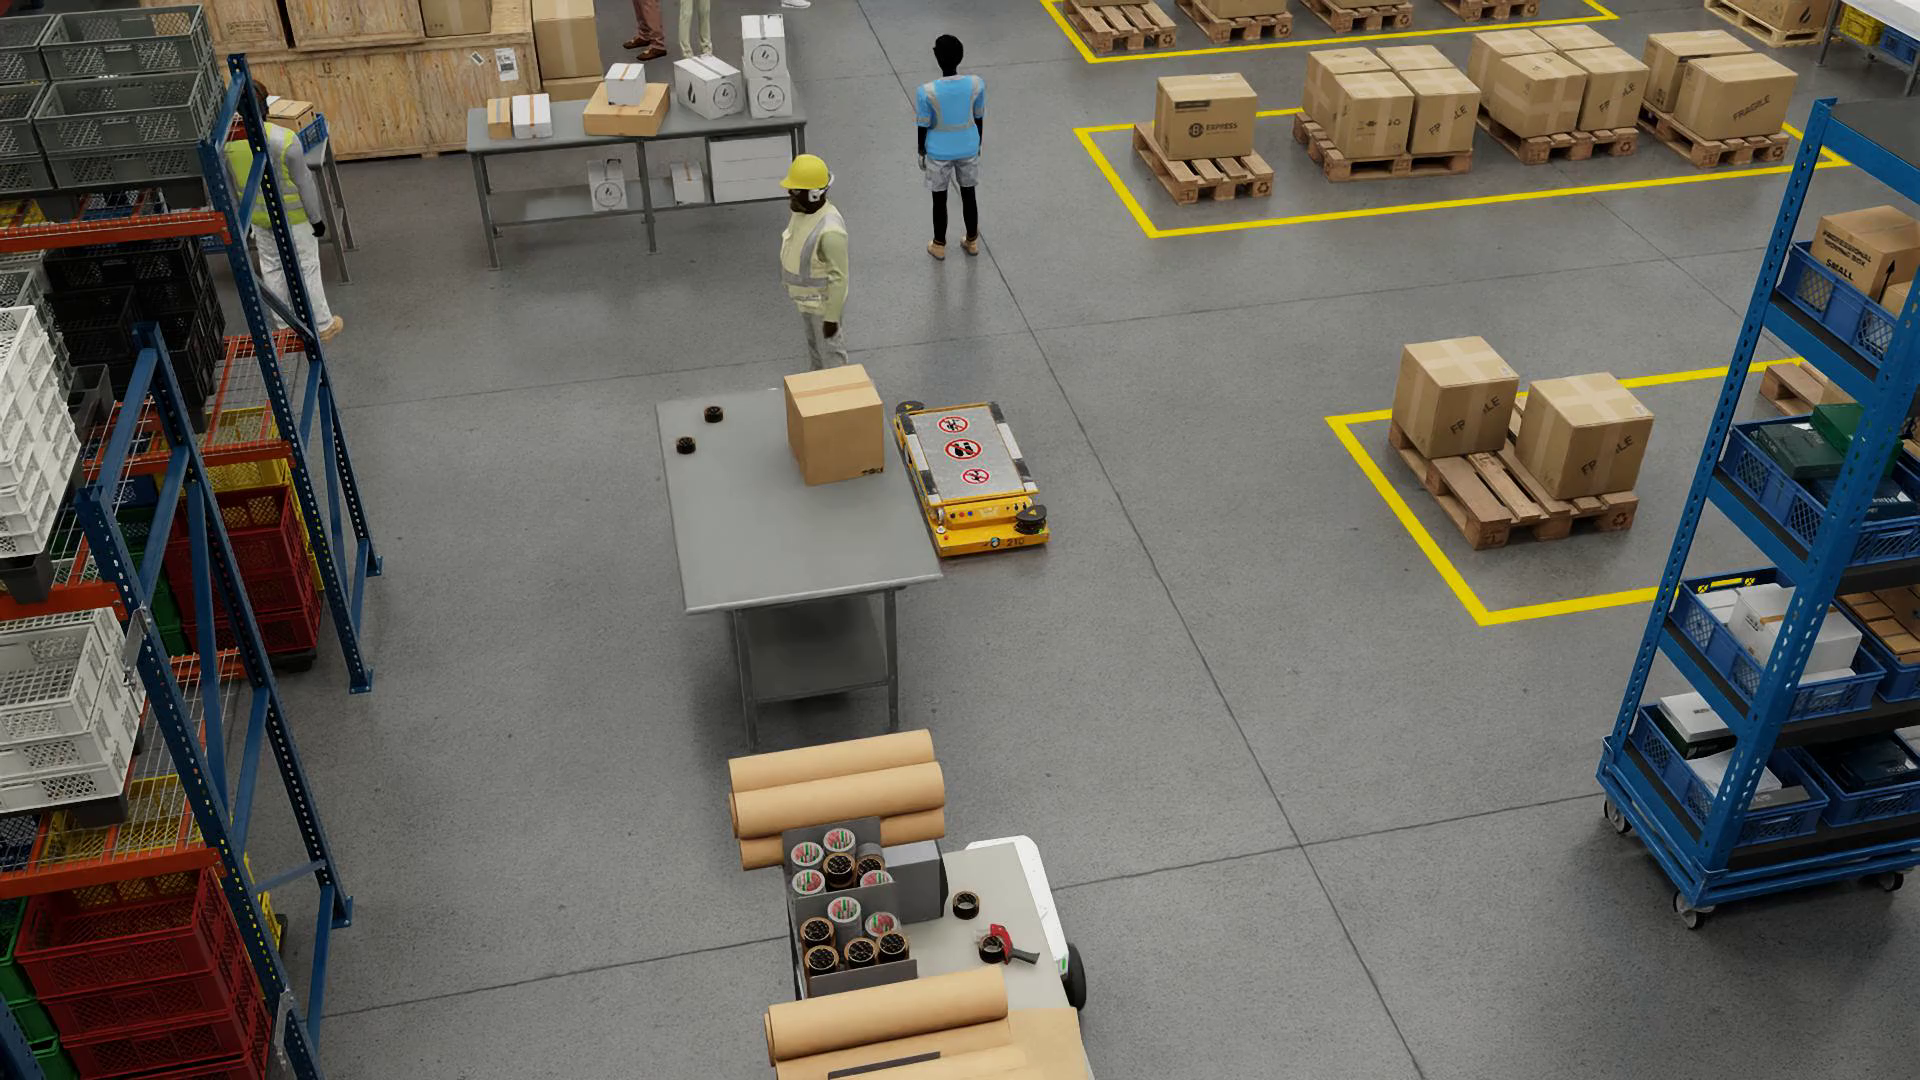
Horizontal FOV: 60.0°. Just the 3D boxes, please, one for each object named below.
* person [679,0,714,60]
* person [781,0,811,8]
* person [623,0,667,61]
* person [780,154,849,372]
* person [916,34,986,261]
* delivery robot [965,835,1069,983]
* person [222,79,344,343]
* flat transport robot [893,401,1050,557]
[{"bbox_3d":[-2.412,-5.210,15.203,0.517,1.873,0.334,-29,45,-33],"label":"person"},{"bbox_3d":[-1.744,-6.356,16.705,0.370,1.915,0.597,-4,37,-6],"label":"person"},{"bbox_3d":[-3.070,-5.475,15.543,0.397,1.898,0.637,-18,40,-22],"label":"person"},{"bbox_3d":[-0.890,-1.516,10.268,0.404,1.835,0.586,-15,39,-19],"label":"person"},{"bbox_3d":[-0.067,-2.857,12.189,0.537,1.694,0.319,-11,38,-15],"label":"person"},{"bbox_3d":[0.226,1.590,7.082,0.477,0.478,0.707,-6,37,-8],"label":"delivery robot"},{"bbox_3d":[-4.574,-2.196,11.188,0.618,1.836,0.430,8,37,10],"label":"person"},{"bbox_3d":[0.046,-0.430,10.108,0.652,0.197,1.431,-8,37,-10],"label":"flat transport robot"}]
